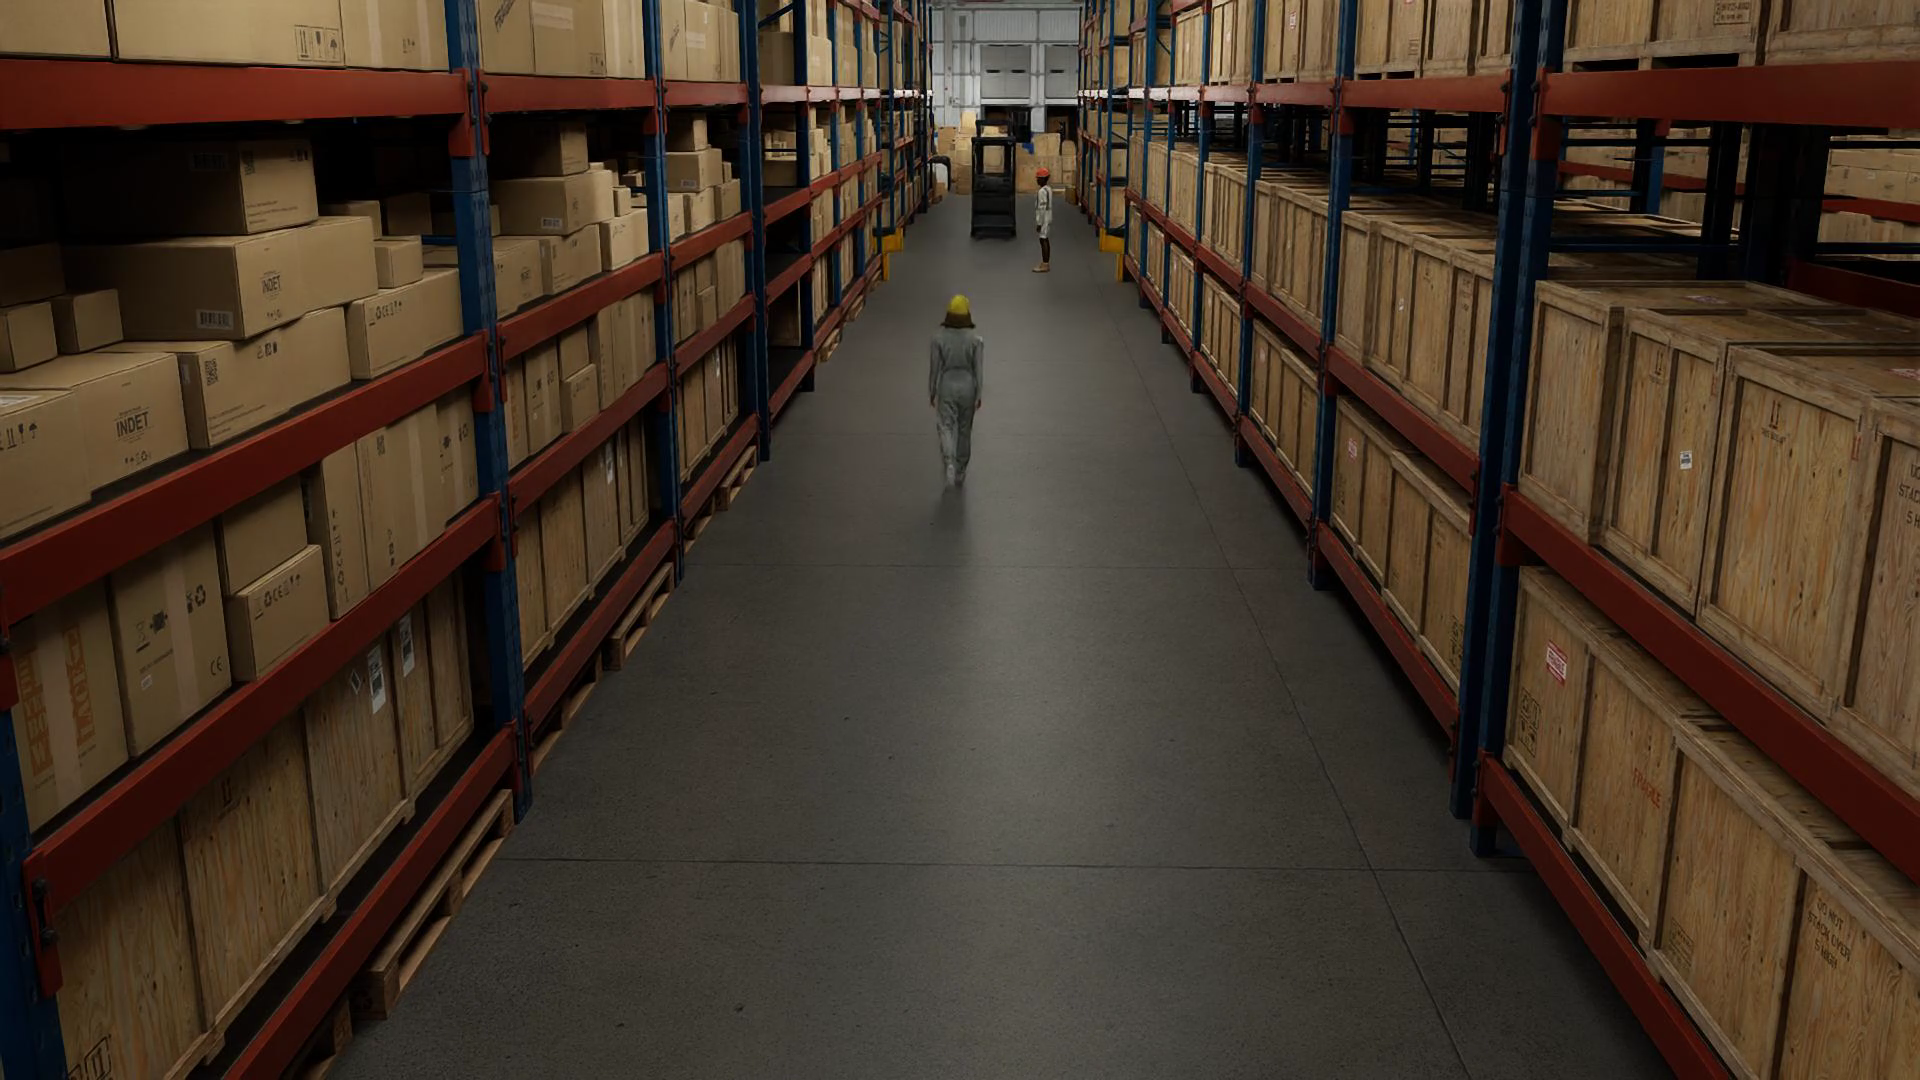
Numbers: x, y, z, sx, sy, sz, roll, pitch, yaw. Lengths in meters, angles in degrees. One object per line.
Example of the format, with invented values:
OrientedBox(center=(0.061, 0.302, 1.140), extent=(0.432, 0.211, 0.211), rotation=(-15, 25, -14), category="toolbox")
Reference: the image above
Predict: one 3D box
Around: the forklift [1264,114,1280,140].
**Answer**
OrientedBox(center=(11.018, -13.920, 59.582), extent=(1.129, 2.768, 1.873), rotation=(0, 15, 2), category="forklift")

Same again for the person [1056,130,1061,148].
OrientedBox(center=(5.061, -20.419, 86.135), extent=(0.313, 1.634, 0.518), rotation=(5, 16, 18), category="person")

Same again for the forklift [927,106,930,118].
OrientedBox(center=(-1.918, -21.452, 87.607), extent=(1.129, 2.768, 1.873), rotation=(0, 15, 2), category="forklift")

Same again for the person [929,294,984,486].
OrientedBox(center=(-0.027, -1.341, 14.974), extent=(0.492, 1.718, 0.688), rotation=(0, 15, -1), category="person")

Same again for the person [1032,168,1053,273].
OrientedBox(center=(1.628, -6.314, 32.872), extent=(0.370, 2.044, 0.608), rotation=(4, 15, 13), category="person")

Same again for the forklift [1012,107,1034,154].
OrientedBox(center=(3.048, -19.895, 81.816), extent=(1.129, 2.768, 1.873), rotation=(-7, 17, -24), category="forklift")

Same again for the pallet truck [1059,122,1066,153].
OrientedBox(center=(5.788, -21.111, 88.014), extent=(1.885, 1.965, 0.823), rotation=(5, 16, 18), category="pallet truck")

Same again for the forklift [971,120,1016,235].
OrientedBox(center=(0.851, -9.126, 41.745), extent=(1.129, 2.768, 1.873), rotation=(0, 15, 1), category="forklift")
